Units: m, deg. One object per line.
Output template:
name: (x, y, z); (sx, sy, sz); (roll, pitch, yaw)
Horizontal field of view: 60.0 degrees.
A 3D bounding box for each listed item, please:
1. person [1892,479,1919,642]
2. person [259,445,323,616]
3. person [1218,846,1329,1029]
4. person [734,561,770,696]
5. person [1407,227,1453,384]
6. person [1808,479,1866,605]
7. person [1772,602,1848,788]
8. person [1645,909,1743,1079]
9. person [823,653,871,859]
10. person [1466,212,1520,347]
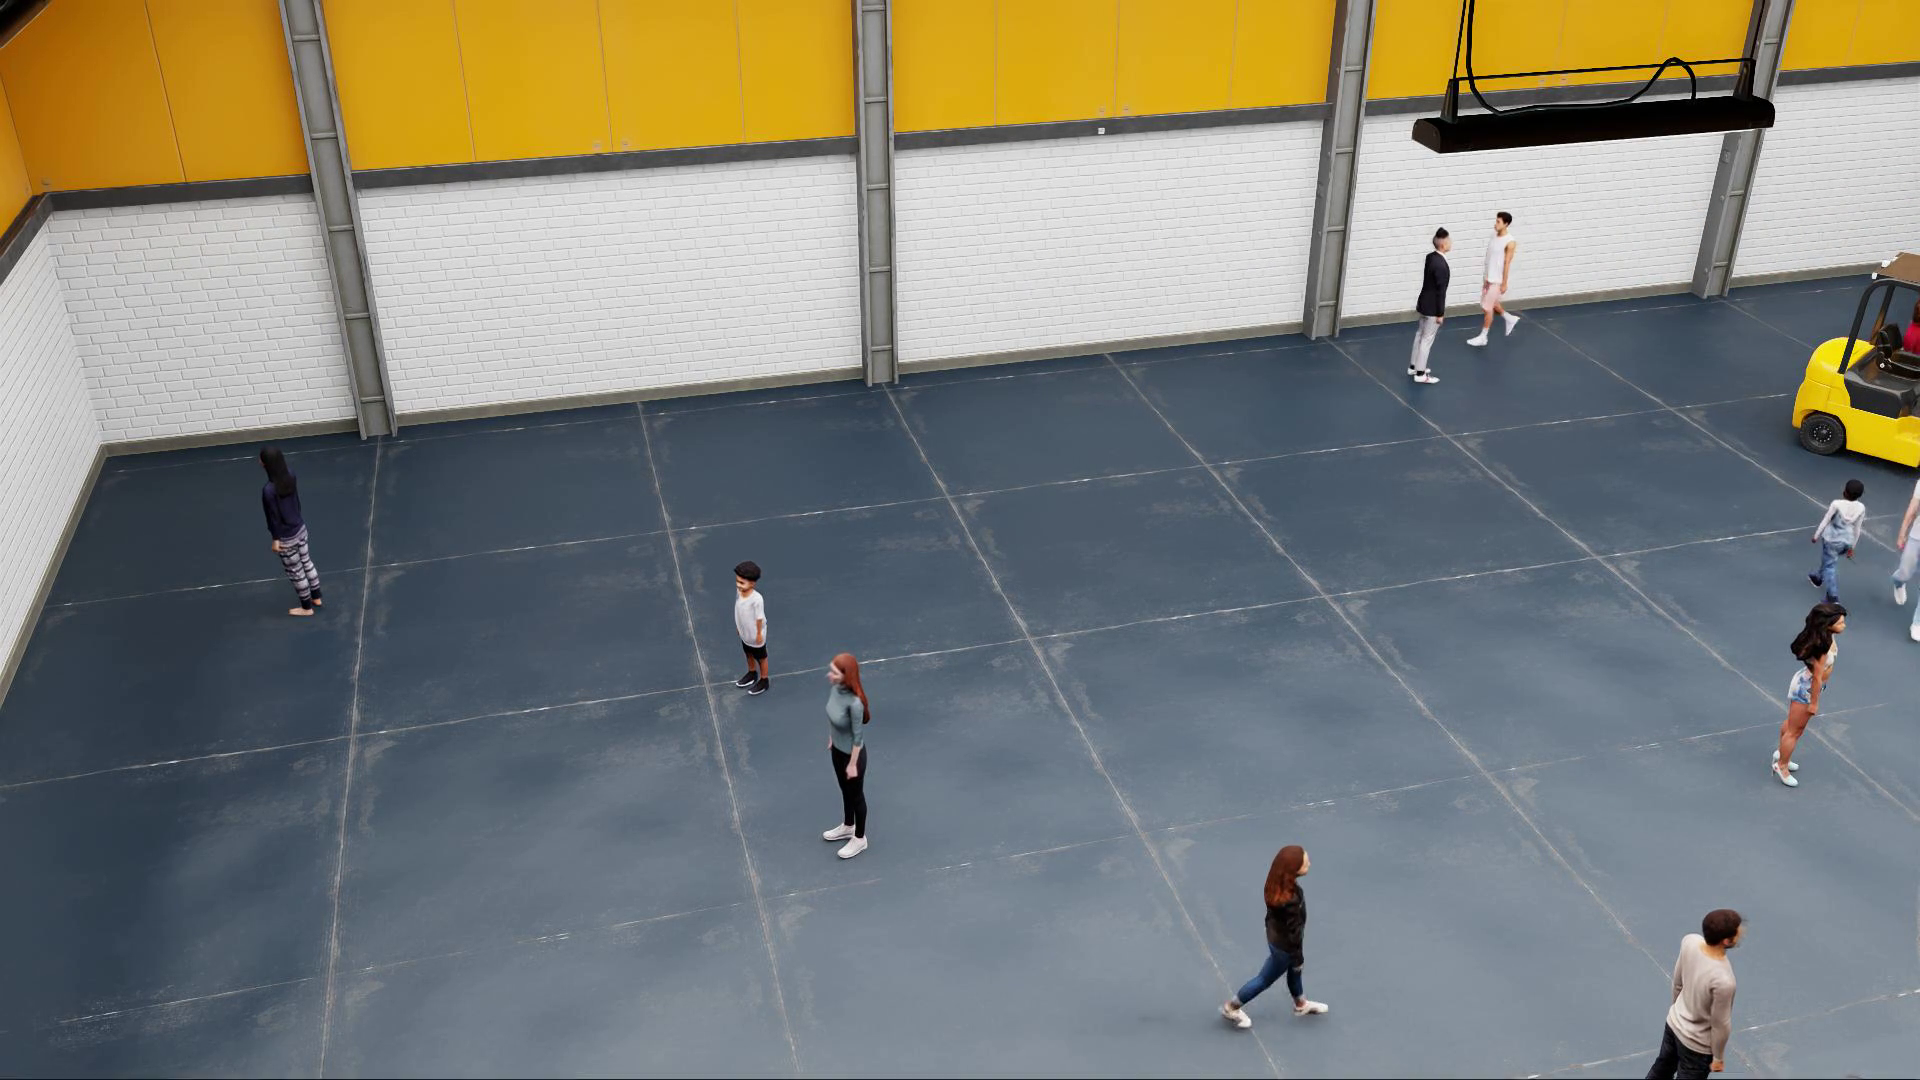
person: (8.891, -0.030, 15.276); (1.077, 1.837, 1.093); (10, 30, 17)
person: (-6.257, -0.097, 15.507); (0.665, 1.733, 0.680); (6, 29, 10)
person: (2.036, 2.607, 10.844); (1.033, 1.452, 0.725); (-1, 29, -1)
person: (-1.802, 0.746, 14.457); (0.566, 1.257, 0.611); (23, 36, 35)
person: (5.789, -2.911, 20.436); (0.657, 1.953, 0.756); (-2, 29, -3)
person: (8.342, 0.031, 15.782); (0.876, 1.245, 0.686); (-1, 29, -2)
person: (6.739, 1.206, 13.230); (0.717, 1.626, 0.662); (14, 32, 24)
person: (4.330, 2.917, 9.841); (0.588, 1.868, 0.663); (-5, 29, -9)
person: (-0.838, 1.587, 12.410); (0.601, 1.743, 0.617); (-13, 31, -23)
person: (7.005, -3.373, 21.476); (0.985, 1.768, 0.650); (-7, 29, -12)
